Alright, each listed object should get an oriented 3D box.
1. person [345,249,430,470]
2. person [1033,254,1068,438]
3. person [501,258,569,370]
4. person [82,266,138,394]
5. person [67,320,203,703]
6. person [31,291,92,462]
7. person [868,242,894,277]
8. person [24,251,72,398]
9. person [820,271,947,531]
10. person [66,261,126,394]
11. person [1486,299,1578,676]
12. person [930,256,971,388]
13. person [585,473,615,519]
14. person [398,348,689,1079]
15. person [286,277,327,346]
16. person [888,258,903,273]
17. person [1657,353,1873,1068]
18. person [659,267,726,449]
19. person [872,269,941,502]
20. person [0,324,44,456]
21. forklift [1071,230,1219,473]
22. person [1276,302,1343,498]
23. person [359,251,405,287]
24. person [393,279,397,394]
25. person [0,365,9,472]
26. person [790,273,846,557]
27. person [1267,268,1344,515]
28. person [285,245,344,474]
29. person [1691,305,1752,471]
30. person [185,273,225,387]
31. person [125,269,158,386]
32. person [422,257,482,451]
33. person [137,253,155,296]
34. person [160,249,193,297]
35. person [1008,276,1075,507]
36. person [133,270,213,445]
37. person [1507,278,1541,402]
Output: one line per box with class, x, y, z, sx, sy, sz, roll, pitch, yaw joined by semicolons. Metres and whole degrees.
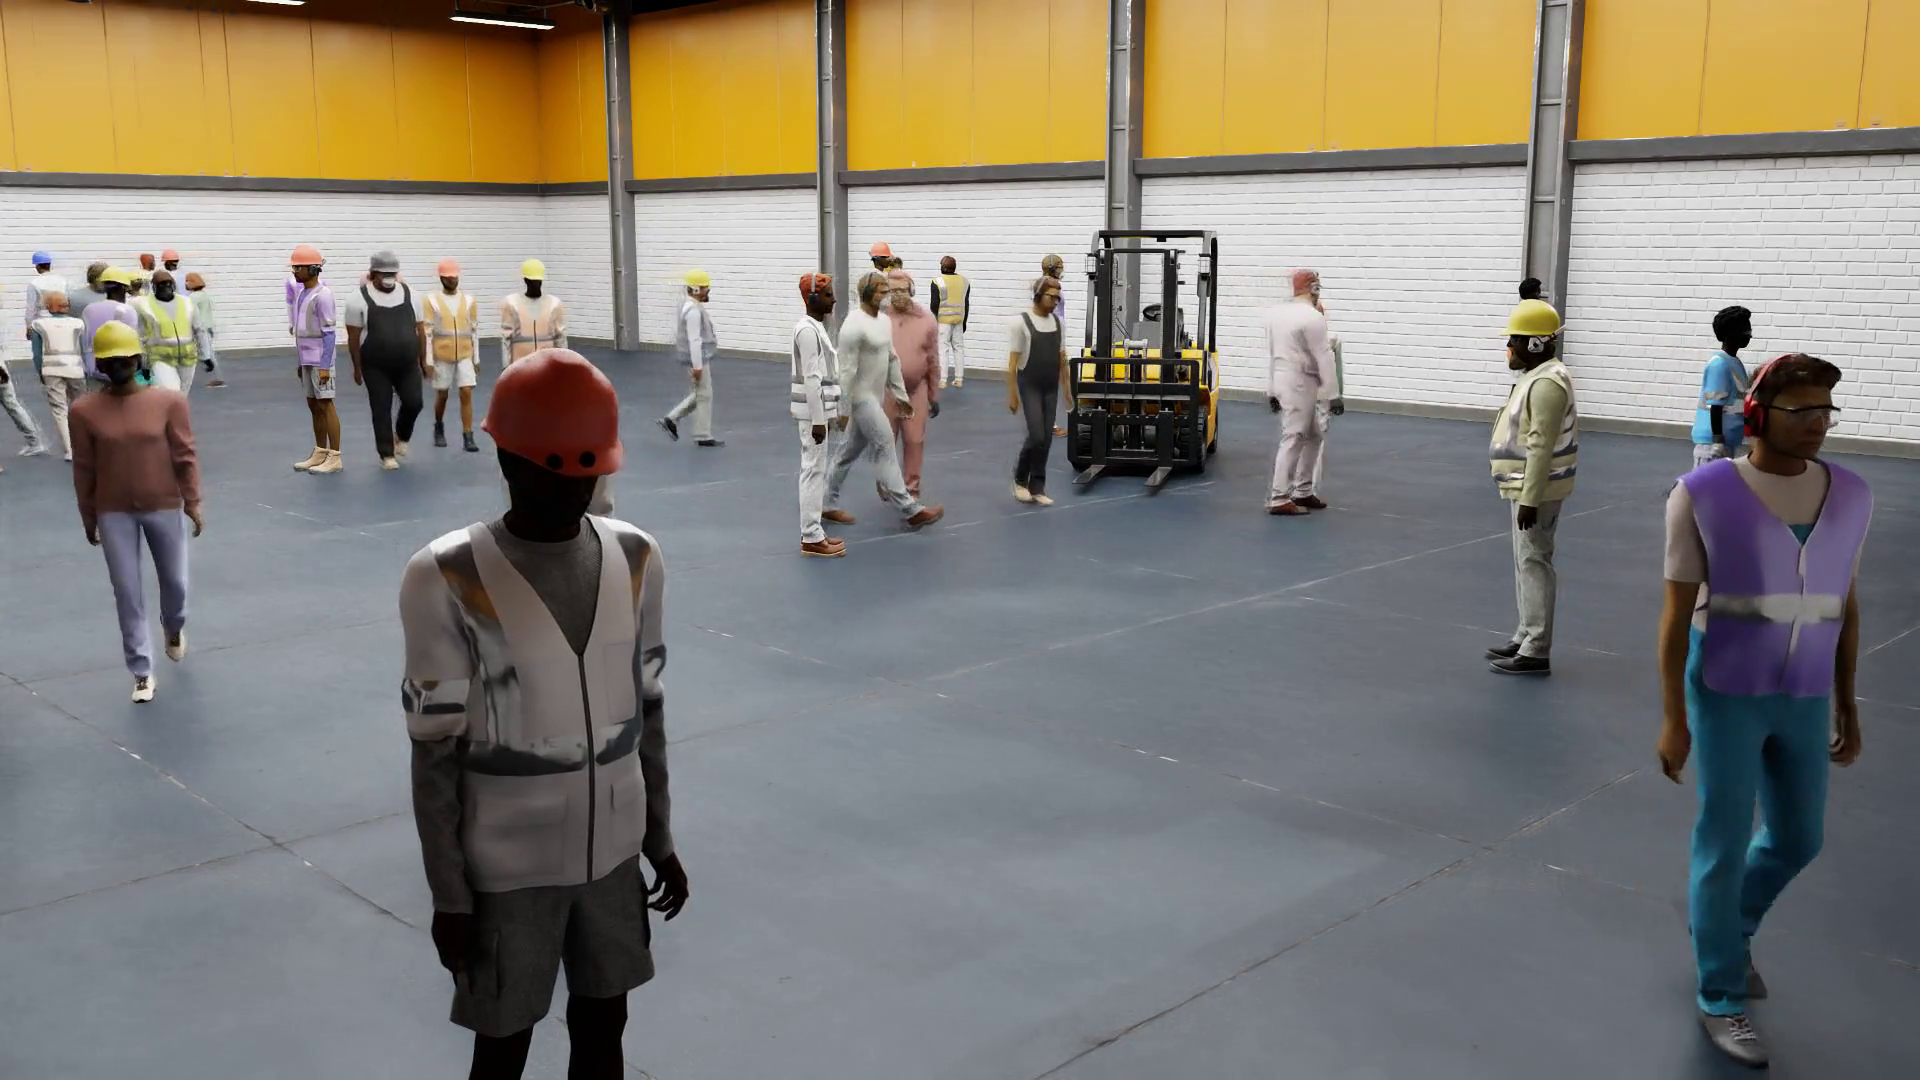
person;-5.214;-1.658;15.183;0.714;2.000;0.626;-7;12;-33
person;0.955;-2.057;17.644;0.372;1.938;0.630;-2;11;-10
person;-3.982;-1.681;15.653;0.605;1.908;0.484;-4;11;-22
person;-7.513;-1.476;14.715;0.605;1.864;1.025;2;11;12
person;-3.835;-0.157;7.780;0.534;1.748;0.625;-4;11;-23
person;-8.550;-1.563;15.875;0.513;1.598;0.815;-6;12;-29
person;-1.029;-2.837;21.609;0.370;2.044;0.608;-1;10;-6
person;-12.073;-2.840;21.939;0.828;1.918;0.646;4;11;22
person;-0.611;-0.998;12.063;1.067;1.872;0.633;3;11;16
person;-8.732;-1.878;16.876;1.021;1.875;0.651;4;11;19
person;2.788;-0.254;8.134;0.403;1.825;0.591;3;11;14
person;-0.164;-3.058;23.356;0.627;1.847;0.429;-7;12;-32
person;-1.588;0.124;6.669;0.501;1.614;0.687;10;14;43
person;-0.763;0.598;3.193;0.543;1.928;0.371;-10;14;-42
person;-9.057;-3.033;23.115;0.551;1.894;0.901;-5;12;-25
person;-0.917;-2.945;22.824;0.530;1.809;1.005;-5;11;-23
person;2.121;0.425;4.415;0.593;1.851;0.516;-2;11;-10
person;-2.680;-1.808;16.617;0.553;1.813;0.608;-3;11;-15
person;-0.484;-1.150;12.846;0.663;1.885;0.575;-2;11;-9
person;-9.327;-1.633;15.988;0.894;1.700;0.502;0;10;-2
forklift;1.804;-1.825;15.677;1.214;2.155;2.313;2;11;13
person;2.850;-1.150;13.613;0.552;1.596;0.828;1;10;8
person;-8.126;-3.097;23.406;0.651;1.904;0.403;-9;14;-40
person;-7.624;-2.746;22.270;0.506;1.616;0.486;0;10;0
person;-8.914;-1.593;15.006;0.452;1.993;0.617;1;10;7
person;-0.951;-0.832;11.113;0.355;1.882;0.576;-1;10;-4
person;2.670;-1.123;12.713;0.693;1.875;0.674;-2;11;-9
person;-5.800;-1.611;14.924;0.371;2.044;0.608;-10;14;-42
person;4.784;-0.621;10.468;0.322;1.696;0.533;7;12;33
person;-10.778;-2.943;23.379;0.818;1.589;0.526;0;10;-2
person;-9.311;-2.201;18.913;0.398;1.751;0.555;5;12;27
person;-5.064;-1.841;16.586;0.551;1.955;0.618;-6;12;-30
person;-13.126;-3.686;26.765;0.582;1.858;0.852;4;11;23
person;-11.811;-3.407;25.036;0.456;1.920;0.574;3;11;14
person;0.633;-1.156;13.063;0.506;1.819;0.397;-8;13;-36
person;-7.832;-1.784;16.579;0.967;1.790;0.628;10;14;43
person;5.933;-1.893;17.538;0.320;1.650;0.524;3;11;17
